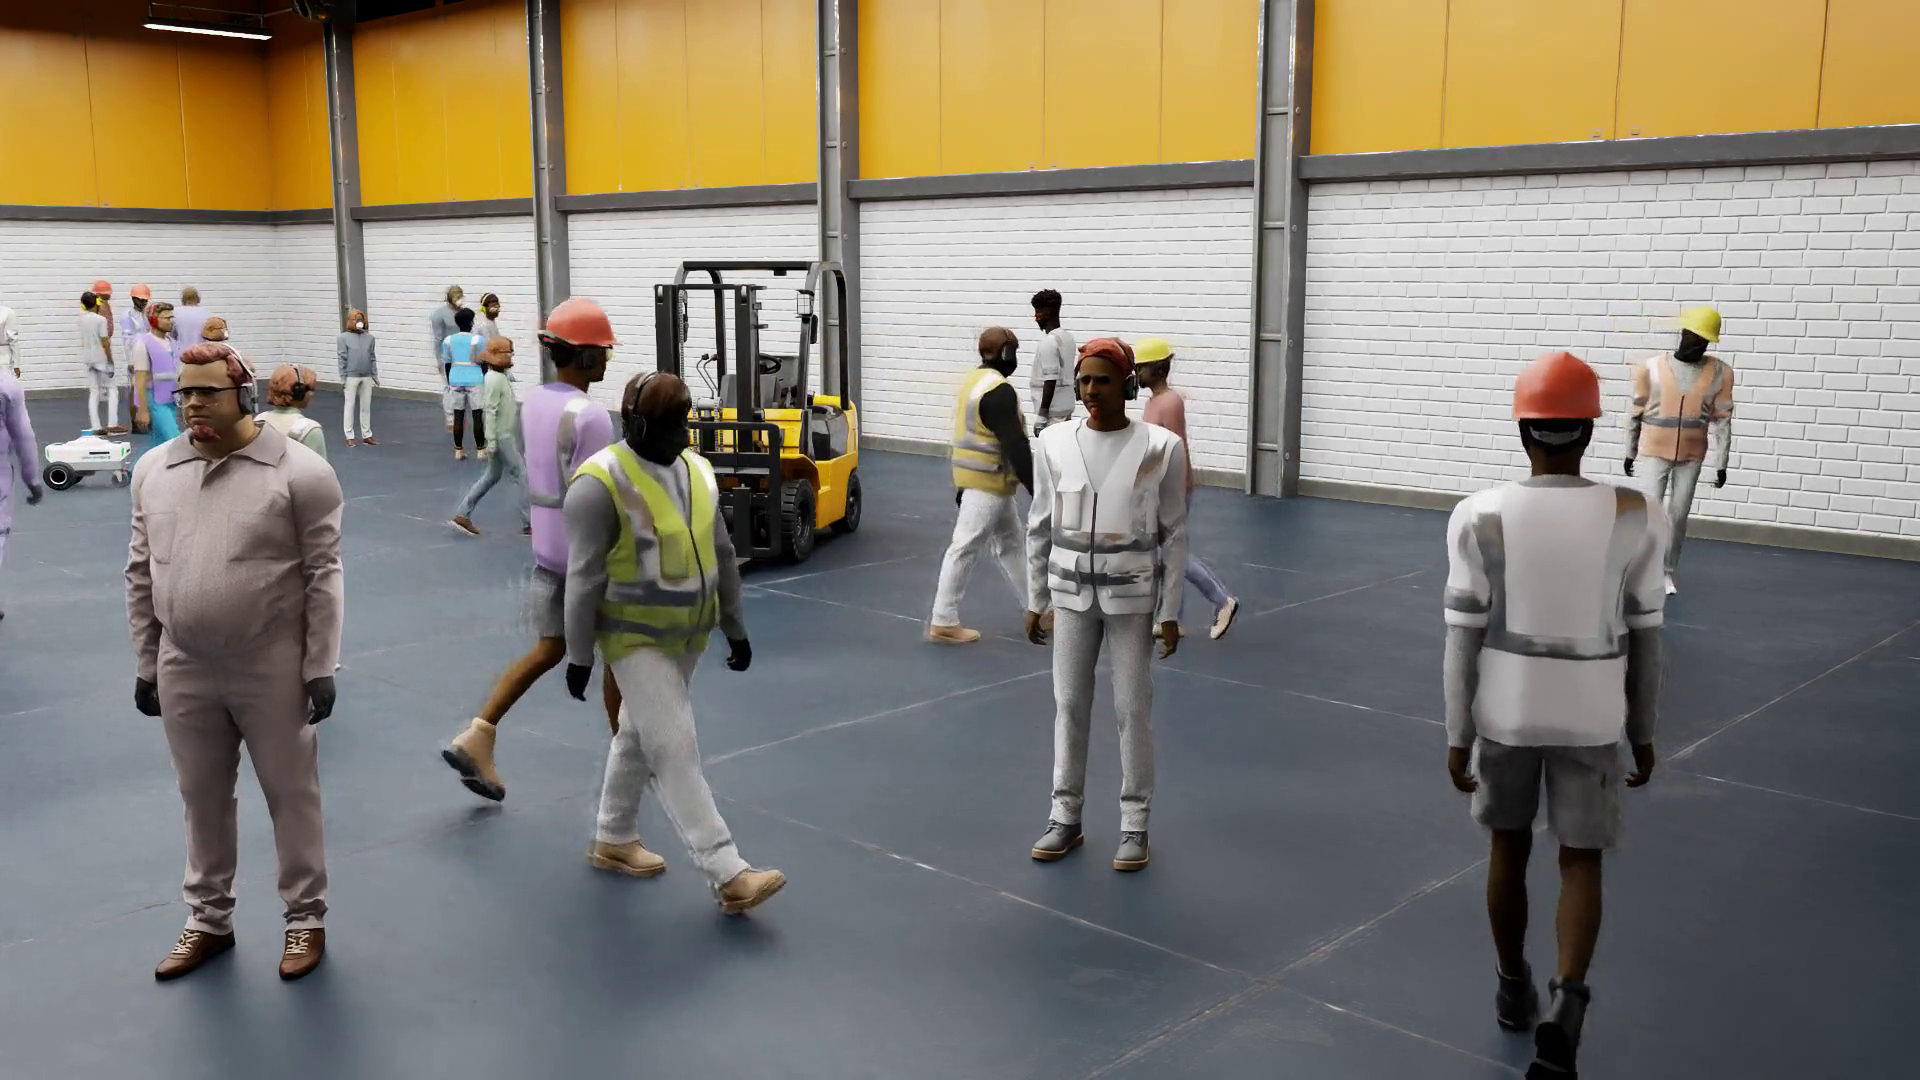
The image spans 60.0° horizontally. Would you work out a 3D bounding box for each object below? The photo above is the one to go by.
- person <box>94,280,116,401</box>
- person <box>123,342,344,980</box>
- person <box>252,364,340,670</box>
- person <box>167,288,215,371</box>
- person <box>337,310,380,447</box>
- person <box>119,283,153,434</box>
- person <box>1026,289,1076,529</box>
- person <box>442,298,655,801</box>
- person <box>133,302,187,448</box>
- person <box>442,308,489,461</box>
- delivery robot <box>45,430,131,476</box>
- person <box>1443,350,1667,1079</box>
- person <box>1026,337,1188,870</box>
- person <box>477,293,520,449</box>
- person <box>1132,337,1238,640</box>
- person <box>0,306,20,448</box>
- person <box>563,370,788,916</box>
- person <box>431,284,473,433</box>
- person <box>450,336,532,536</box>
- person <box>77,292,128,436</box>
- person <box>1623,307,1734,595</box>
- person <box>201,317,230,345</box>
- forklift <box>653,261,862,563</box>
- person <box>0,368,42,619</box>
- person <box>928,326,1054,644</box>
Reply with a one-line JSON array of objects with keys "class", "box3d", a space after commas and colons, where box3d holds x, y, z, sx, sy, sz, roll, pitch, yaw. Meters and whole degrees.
[{"class": "person", "box3d": [-13.743, -3.192, 26.661, 0.535, 1.947, 0.645, -2, 9, -10]}, {"class": "person", "box3d": [-2.171, 0.367, 4.974, 0.642, 1.909, 0.408, 0, 9, 1]}, {"class": "person", "box3d": [-3.491, -0.100, 8.689, 0.522, 1.631, 0.317, 5, 11, 29]}, {"class": "person", "box3d": [-10.180, -2.408, 22.103, 0.648, 1.868, 1.068, -3, 10, -18]}, {"class": "person", "box3d": [-7.207, -1.938, 19.936, 0.278, 1.634, 0.498, 8, 12, 40]}, {"class": "person", "box3d": [-10.525, -2.330, 21.430, 0.376, 1.932, 0.543, 2, 9, 12]}, {"class": "person", "box3d": [0.746, -1.057, 13.544, 0.372, 1.959, 0.603, 3, 10, 18]}, {"class": "person", "box3d": [-1.601, 0.048, 6.623, 0.940, 2.017, 0.614, -9, 13, -43]}, {"class": "person", "box3d": [-6.870, -1.157, 14.539, 0.642, 1.826, 0.596, 0, 9, 0]}, {"class": "person", "box3d": [-5.439, -1.713, 18.380, 0.529, 1.692, 0.321, 2, 9, 10]}, {"class": "delivery robot", "box3d": [-8.458, -0.829, 16.152, 0.707, 0.478, 0.477, -3, 10, -17]}, {"class": "person", "box3d": [1.532, 0.467, 4.346, 0.552, 1.919, 0.808, 3, 10, 19]}, {"class": "person", "box3d": [0.506, 0.227, 5.904, 0.583, 1.882, 0.350, 4, 10, 21]}, {"class": "person", "box3d": [-5.307, -1.920, 19.203, 0.481, 1.842, 0.543, 0, 9, -3]}, {"class": "person", "box3d": [1.224, -0.281, 9.441, 0.590, 1.736, 0.568, -1, 9, -7]}, {"class": "person", "box3d": [-11.454, -2.090, 19.670, 0.606, 2.038, 0.393, -2, 10, -13]}, {"class": "person", "box3d": [-0.934, 0.333, 5.548, 0.988, 1.778, 0.660, 5, 11, 30]}, {"class": "person", "box3d": [-6.497, -2.323, 21.425, 0.439, 1.925, 0.629, 8, 12, 39]}, {"class": "person", "box3d": [-3.666, -0.817, 13.166, 0.816, 1.596, 0.509, -1, 9, -7]}, {"class": "person", "box3d": [-10.974, -2.236, 21.162, 0.559, 1.833, 0.516, 3, 10, 16]}, {"class": "person", "box3d": [4.631, -0.560, 10.724, 0.604, 1.880, 0.563, 3, 10, 16]}, {"class": "person", "box3d": [-7.545, -1.446, 16.956, 0.339, 1.637, 0.516, 0, 9, 1]}, {"class": "forklift", "box3d": [-1.552, -1.040, 12.721, 1.214, 2.155, 2.313, 2, 9, 11]}, {"class": "person", "box3d": [-5.688, -0.358, 9.572, 0.649, 1.869, 0.982, -2, 10, -15]}, {"class": "person", "box3d": [0.246, -0.305, 9.440, 0.935, 1.785, 0.650, -1, 9, -9]}]
